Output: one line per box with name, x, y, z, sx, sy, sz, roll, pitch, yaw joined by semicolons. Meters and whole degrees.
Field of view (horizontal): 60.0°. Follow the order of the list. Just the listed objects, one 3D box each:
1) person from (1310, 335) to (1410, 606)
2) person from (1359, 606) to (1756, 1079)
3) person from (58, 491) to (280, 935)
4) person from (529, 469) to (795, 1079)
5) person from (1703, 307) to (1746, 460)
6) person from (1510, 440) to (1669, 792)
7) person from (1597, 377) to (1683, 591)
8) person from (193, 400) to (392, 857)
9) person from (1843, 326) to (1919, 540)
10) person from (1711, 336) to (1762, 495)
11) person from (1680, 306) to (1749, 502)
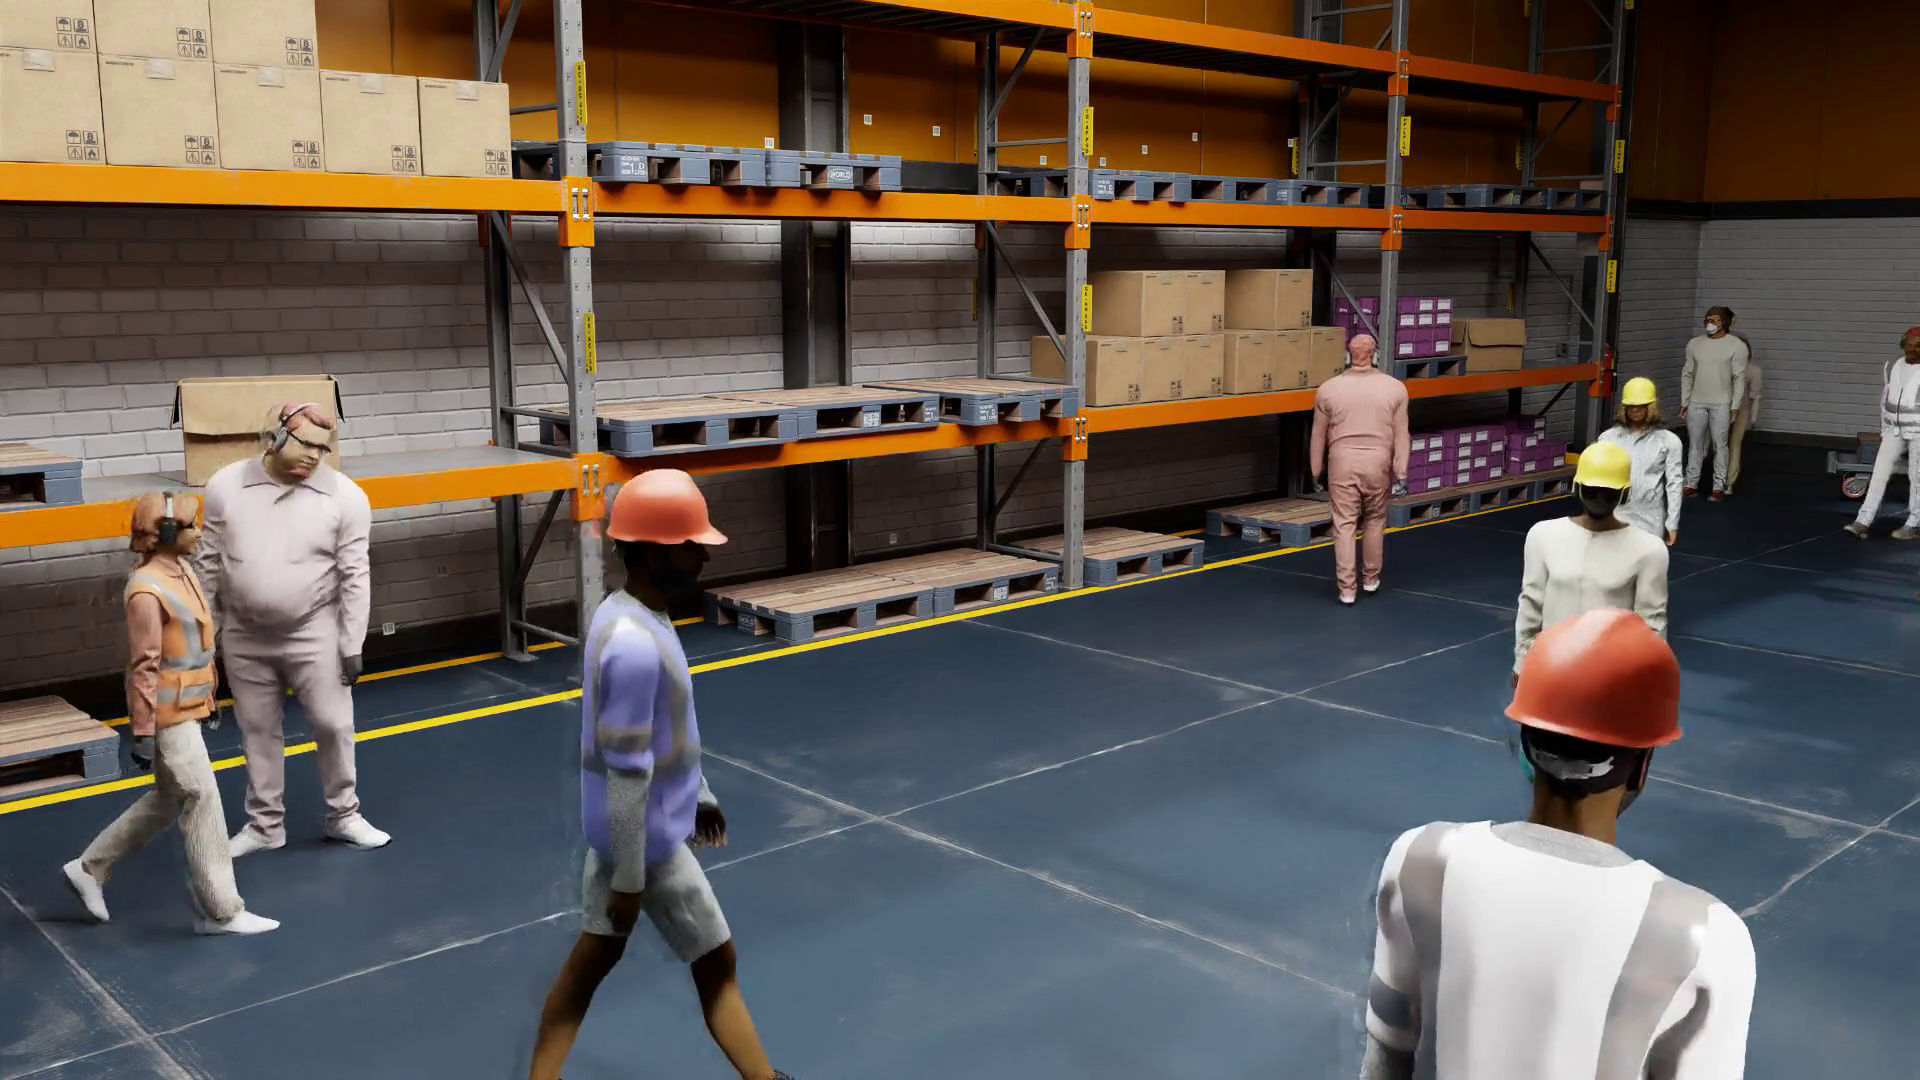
person;2.821;-0.509;11.776;0.679;1.877;0.821;2;10;12
person;0.854;1.054;2.506;0.568;1.920;0.525;8;12;39
person;-2.875;0.625;5.928;0.703;1.616;0.524;-2;10;-14
person;-0.777;0.747;4.421;0.987;1.884;0.569;-2;10;-14
person;9.024;-1.838;19.748;0.506;1.822;0.885;5;11;28
person;2.360;0.492;6.260;0.552;1.752;0.357;6;11;29
person;4.011;-0.104;9.906;0.507;1.702;0.864;5;11;27
person;-2.725;0.380;6.637;0.742;1.874;0.397;-1;10;-6
person;7.963;-0.883;14.082;0.943;1.839;0.603;-5;11;-26
person;7.979;-1.293;17.111;0.560;1.621;0.517;-8;13;-40
person;7.476;-1.353;16.560;0.372;1.940;0.630;-9;13;-43
